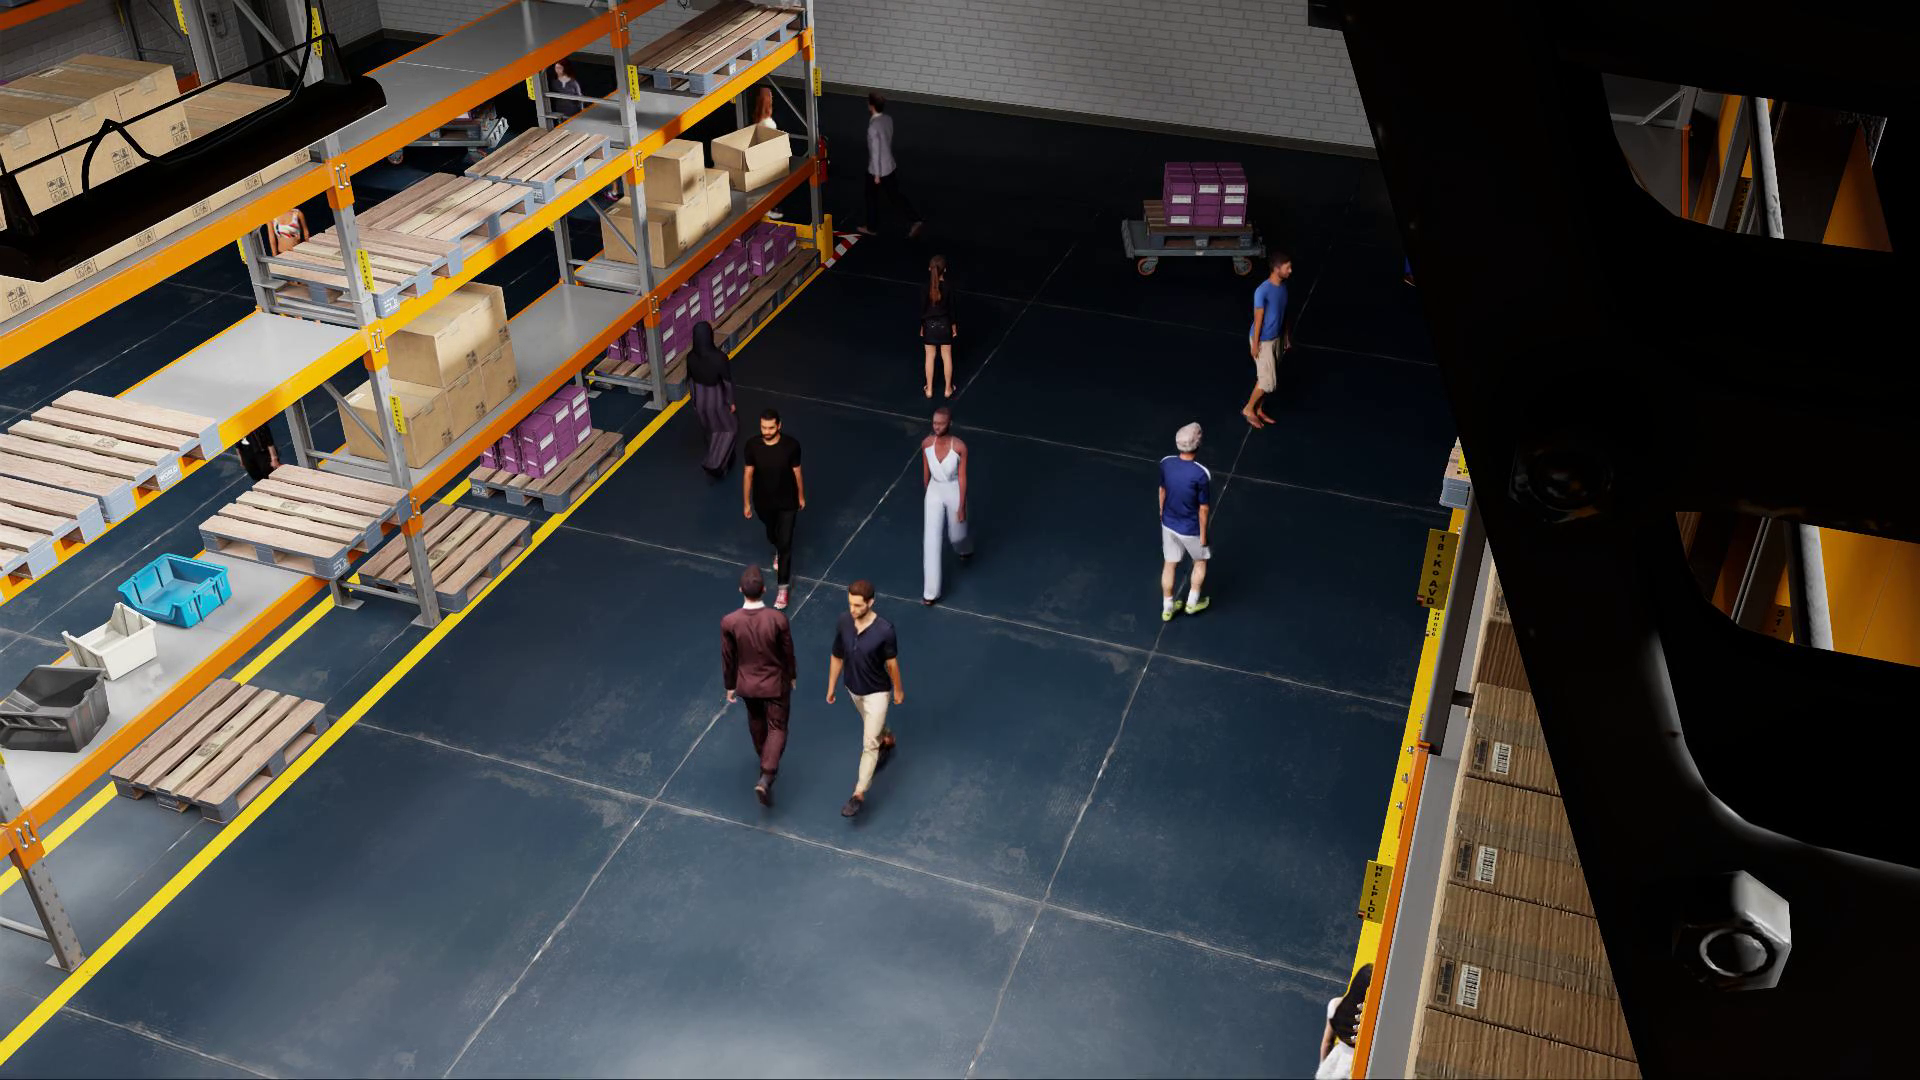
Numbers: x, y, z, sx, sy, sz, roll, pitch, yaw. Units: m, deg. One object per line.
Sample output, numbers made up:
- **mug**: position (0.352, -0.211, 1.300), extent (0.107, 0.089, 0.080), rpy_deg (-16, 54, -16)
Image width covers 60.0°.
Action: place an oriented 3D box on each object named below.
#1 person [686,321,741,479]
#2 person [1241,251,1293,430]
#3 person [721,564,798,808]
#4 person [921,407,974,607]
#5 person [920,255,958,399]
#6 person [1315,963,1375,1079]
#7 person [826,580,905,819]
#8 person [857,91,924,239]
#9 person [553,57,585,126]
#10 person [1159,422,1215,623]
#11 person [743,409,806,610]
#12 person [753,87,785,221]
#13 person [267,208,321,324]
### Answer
- **person**: position (-2.345, -1.284, 15.605), extent (0.586, 1.605, 0.826), rpy_deg (11, 35, 16)
- **person**: position (2.972, -2.014, 16.475), extent (0.812, 1.858, 0.702), rpy_deg (26, 41, 33)
- **person**: position (-1.408, 1.063, 11.866), extent (0.858, 1.835, 1.200), rpy_deg (2, 34, 3)
- **person**: position (-0.075, -0.352, 14.069), extent (0.613, 1.752, 1.065), rpy_deg (9, 35, 14)
- **person**: position (-0.226, -2.189, 17.011), extent (0.613, 1.556, 0.635), rpy_deg (0, 34, 1)
- **person**: position (2.130, 2.982, 9.041), extent (0.722, 1.766, 0.738), rpy_deg (24, 41, 32)
- **person**: position (-0.622, 1.014, 11.968), extent (0.763, 1.803, 1.222), rpy_deg (17, 37, 24)
- **person**: position (-0.867, -4.520, 20.279), extent (0.865, 1.820, 1.121), rpy_deg (17, 37, 24)
- **person**: position (-5.041, -5.474, 21.771), extent (0.592, 1.757, 0.652), rpy_deg (13, 36, 19)
- **person**: position (1.793, -0.094, 13.615), extent (0.762, 1.825, 0.790), rpy_deg (23, 40, 30)
- **person**: position (-1.561, -0.375, 14.140), extent (0.902, 1.712, 1.254), rpy_deg (2, 34, 2)
- **person**: position (-2.506, -4.797, 20.802), extent (0.763, 1.701, 0.685), rpy_deg (-10, 35, -15)
- **person**: position (-7.226, -3.031, 18.064), extent (0.682, 1.791, 0.723), rpy_deg (-9, 35, -13)
